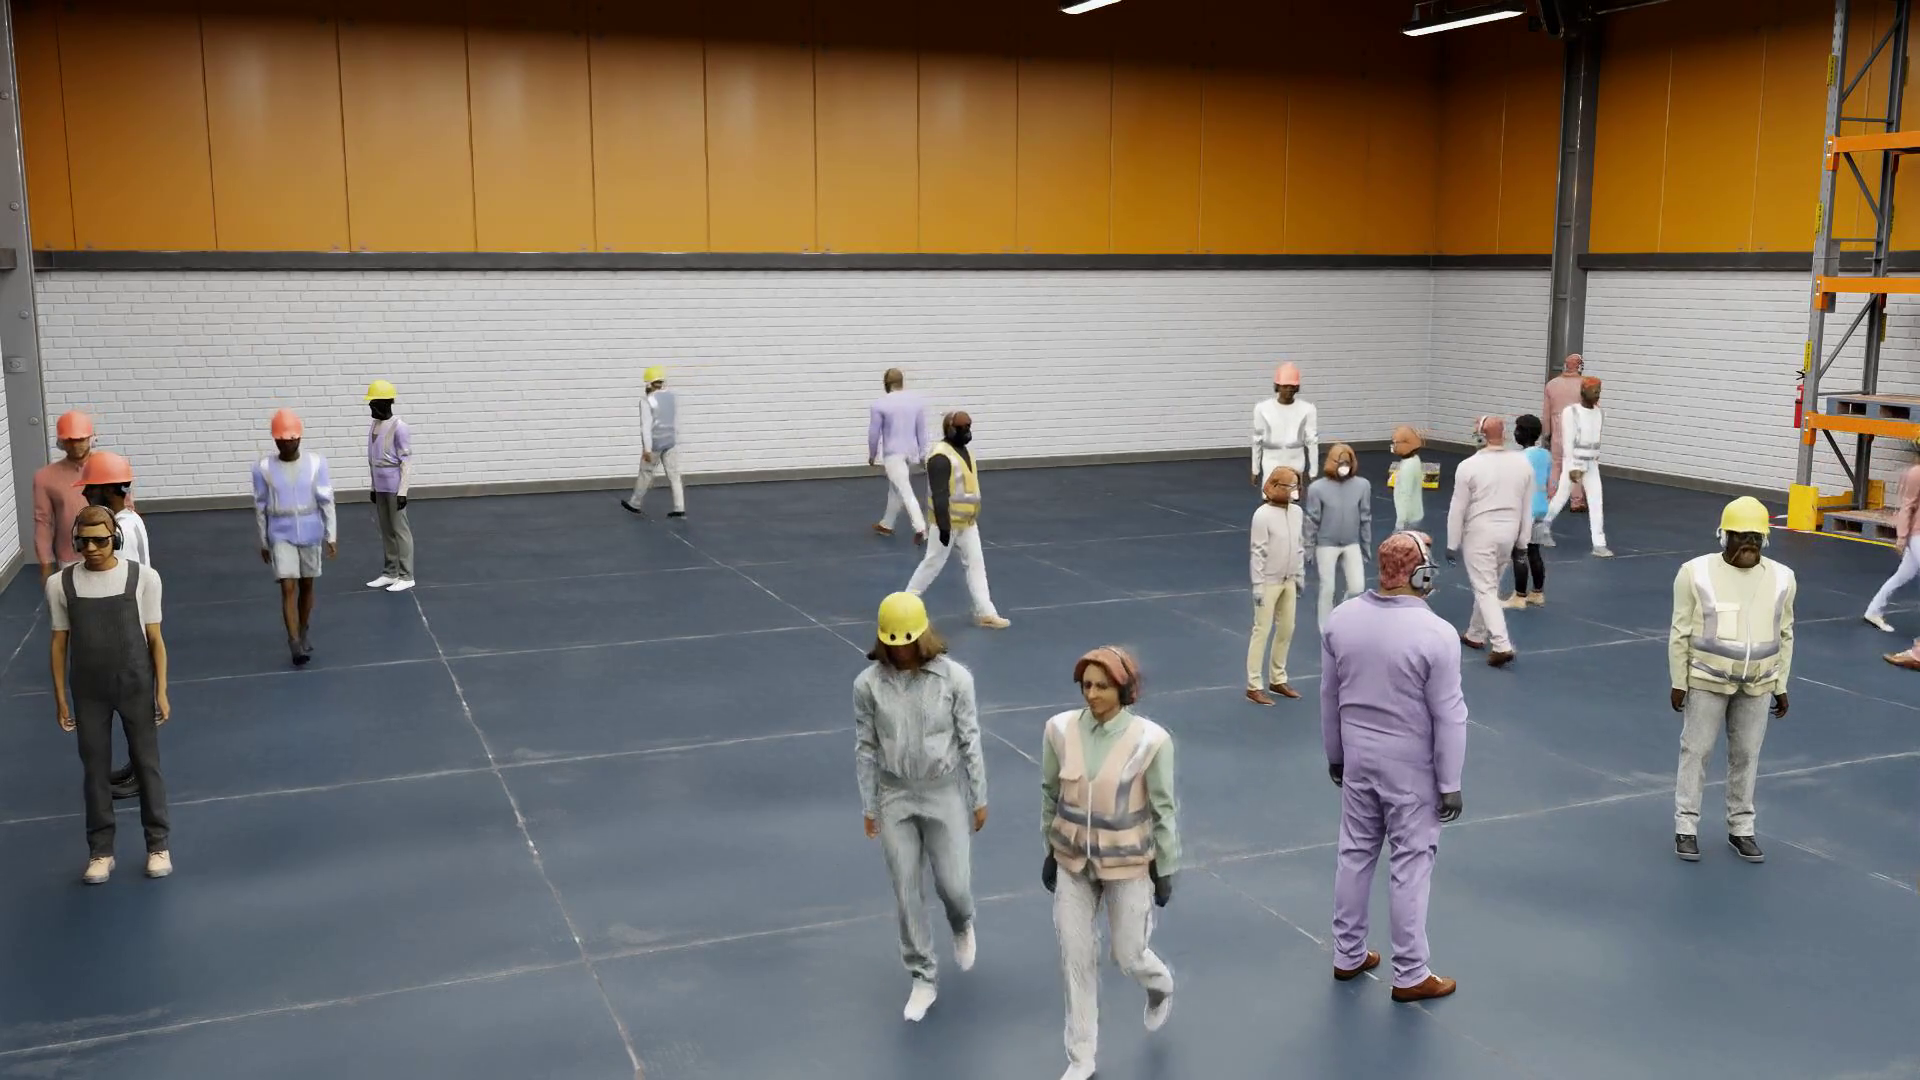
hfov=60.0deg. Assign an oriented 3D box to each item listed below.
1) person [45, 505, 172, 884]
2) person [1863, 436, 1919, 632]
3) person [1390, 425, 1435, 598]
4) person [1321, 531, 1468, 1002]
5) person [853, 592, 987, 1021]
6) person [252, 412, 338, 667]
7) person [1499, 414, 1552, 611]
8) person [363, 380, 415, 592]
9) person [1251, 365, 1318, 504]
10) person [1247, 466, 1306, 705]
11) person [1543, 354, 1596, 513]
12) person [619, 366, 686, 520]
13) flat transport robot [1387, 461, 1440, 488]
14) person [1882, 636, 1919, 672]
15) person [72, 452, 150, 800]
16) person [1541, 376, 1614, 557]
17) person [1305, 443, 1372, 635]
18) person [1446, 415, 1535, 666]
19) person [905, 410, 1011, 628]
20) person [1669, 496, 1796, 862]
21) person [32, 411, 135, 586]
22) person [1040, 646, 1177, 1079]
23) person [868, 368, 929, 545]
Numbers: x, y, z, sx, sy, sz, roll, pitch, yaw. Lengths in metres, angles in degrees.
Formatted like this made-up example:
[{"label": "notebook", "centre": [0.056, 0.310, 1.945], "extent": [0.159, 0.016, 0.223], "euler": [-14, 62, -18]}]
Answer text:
[{"label": "person", "centre": [-4.081, 0.736, 8.001], "extent": [0.506, 1.842, 0.332], "euler": [-3, 10, -20]}, {"label": "person", "centre": [7.608, -0.062, 13.172], "extent": [0.522, 1.724, 0.900], "euler": [-7, 11, -35]}, {"label": "person", "centre": [3.788, -0.172, 14.128], "extent": [0.360, 1.613, 0.520], "euler": [4, 10, 21]}, {"label": "person", "centre": [1.778, 0.906, 6.761], "extent": [0.405, 1.904, 0.652], "euler": [-8, 12, -39]}, {"label": "person", "centre": [-0.154, 1.024, 6.607], "extent": [0.527, 1.713, 0.533], "euler": [2, 10, 10]}, {"label": "person", "centre": [-4.962, -0.021, 12.465], "extent": [0.559, 1.871, 1.029], "euler": [-5, 11, -28]}, {"label": "person", "centre": [4.861, -0.231, 14.308], "extent": [0.577, 1.696, 0.318], "euler": [-8, 12, -41]}, {"label": "person", "centre": [-5.218, -0.495, 15.184], "extent": [0.585, 1.928, 0.369], "euler": [9, 13, 42]}, {"label": "person", "centre": [3.145, -0.678, 16.068], "extent": [0.624, 1.999, 0.955], "euler": [1, 9, 6]}, {"label": "person", "centre": [2.150, 0.302, 11.278], "extent": [0.511, 1.627, 0.289], "euler": [-8, 12, -39]}, {"label": "person", "centre": [7.361, -1.286, 20.043], "extent": [0.407, 1.905, 0.655], "euler": [-9, 13, -44]}, {"label": "person", "centre": [-3.591, -1.134, 19.482], "extent": [0.950, 1.780, 0.600], "euler": [7, 12, 36]}, {"label": "flat transport robot", "centre": [6.185, -0.896, 22.621], "extent": [0.652, 0.197, 1.431], "euler": [3, 10, 17]}, {"label": "person", "centre": [7.211, 0.054, 12.014], "extent": [0.908, 1.865, 0.665], "euler": [9, 13, 44]}, {"label": "person", "centre": [-4.693, 0.472, 9.294], "extent": [0.359, 1.938, 0.547], "euler": [-5, 10, -26]}, {"label": "person", "centre": [6.392, -0.782, 17.221], "extent": [0.570, 1.843, 0.994], "euler": [-3, 10, -18]}, {"label": "person", "centre": [2.892, 0.067, 12.698], "extent": [0.532, 1.616, 0.365], "euler": [-1, 9, -4]}, {"label": "person", "centre": [3.973, -0.010, 12.488], "extent": [0.640, 1.858, 0.987], "euler": [-2, 10, -13]}, {"label": "person", "centre": [-0.093, -0.171, 13.627], "extent": [0.962, 1.801, 0.646], "euler": [4, 10, 24]}, {"label": "person", "centre": [3.834, 0.691, 8.273], "extent": [0.590, 1.836, 0.404], "euler": [1, 9, 5]}, {"label": "person", "centre": [-5.977, 0.103, 11.388], "extent": [0.657, 1.978, 0.437], "euler": [-5, 11, -30]}, {"label": "person", "centre": [0.555, 1.163, 6.065], "extent": [0.520, 1.623, 0.608], "euler": [5, 11, 29]}, {"label": "person", "centre": [-0.627, -0.900, 17.846], "extent": [0.616, 1.880, 1.106], "euler": [-8, 12, -40]}]
